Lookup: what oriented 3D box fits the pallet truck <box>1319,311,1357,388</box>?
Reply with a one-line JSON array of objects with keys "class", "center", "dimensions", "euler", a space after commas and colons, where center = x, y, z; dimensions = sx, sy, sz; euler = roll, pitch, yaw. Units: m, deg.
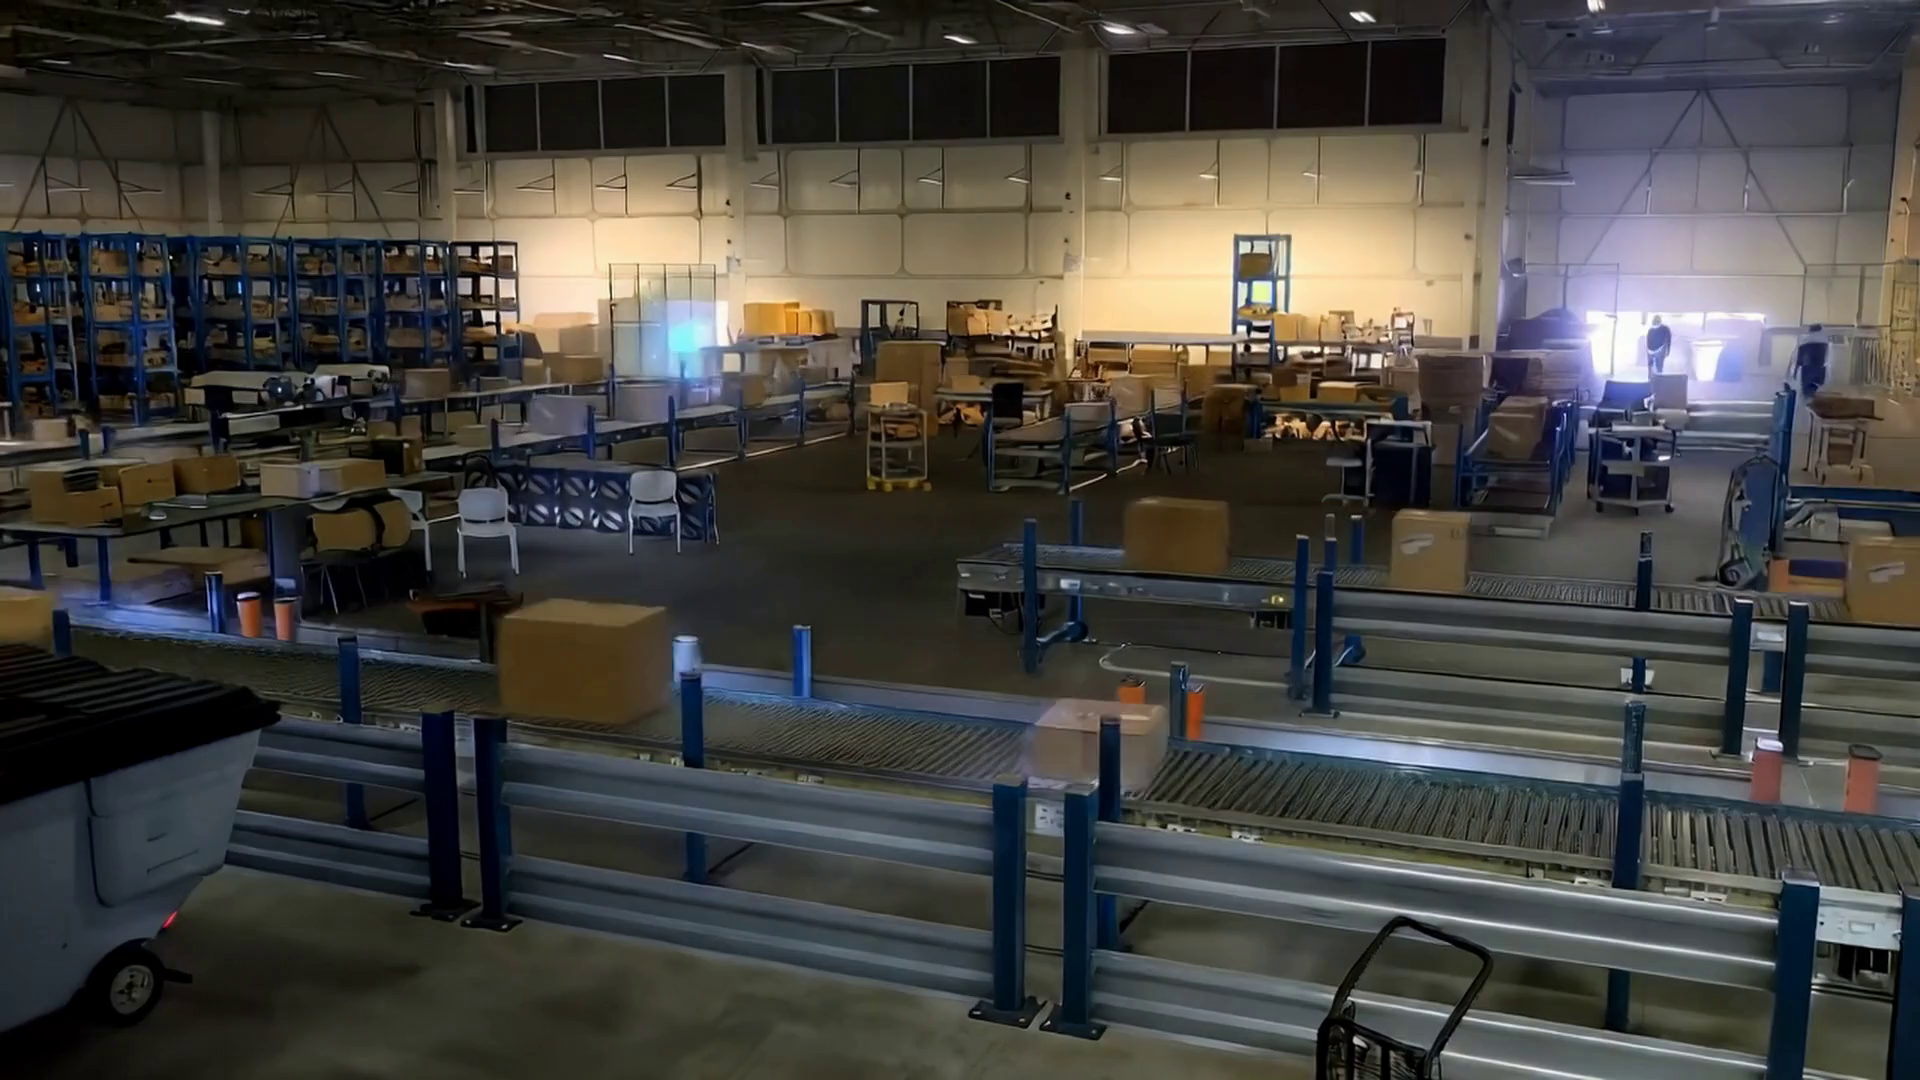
[{"class": "pallet truck", "center": [9.071, -4.419, 39.190], "dimensions": [0.823, 1.965, 1.885], "euler": [5, 10, 26]}]

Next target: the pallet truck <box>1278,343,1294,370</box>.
[{"class": "pallet truck", "center": [7.886, -4.163, 39.743], "dimensions": [0.653, 1.274, 1.630], "euler": [4, 10, 22]}]

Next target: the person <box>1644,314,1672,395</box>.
[{"class": "person", "center": [16.362, -4.354, 39.092], "dimensions": [0.451, 1.899, 0.661], "euler": [-7, 11, -35]}]

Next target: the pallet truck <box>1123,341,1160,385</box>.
[{"class": "pallet truck", "center": [4.445, -4.380, 41.279], "dimensions": [0.680, 1.201, 1.601], "euler": [4, 10, 22]}]

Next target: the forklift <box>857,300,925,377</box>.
[{"class": "forklift", "center": [-1.732, -5.109, 42.468], "dimensions": [1.157, 1.987, 2.680], "euler": [4, 10, 22]}]

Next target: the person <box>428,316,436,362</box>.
[{"class": "person", "center": [-15.230, -5.796, 48.083], "dimensions": [0.381, 1.828, 0.676], "euler": [0, 9, 0]}]

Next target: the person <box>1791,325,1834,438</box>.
[{"class": "person", "center": [15.155, -2.822, 29.569], "dimensions": [0.624, 1.987, 1.059], "euler": [1, 9, 6]}]

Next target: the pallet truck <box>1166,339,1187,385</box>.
[{"class": "pallet truck", "center": [5.418, -4.269, 40.420], "dimensions": [0.704, 1.261, 1.522], "euler": [3, 10, 20]}]

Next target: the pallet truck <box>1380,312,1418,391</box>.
[{"class": "pallet truck", "center": [10.207, -4.283, 38.369], "dimensions": [0.823, 1.965, 1.885], "euler": [3, 10, 20]}]

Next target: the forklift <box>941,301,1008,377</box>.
[{"class": "forklift", "center": [0.365, -4.966, 41.571], "dimensions": [1.157, 1.987, 2.680], "euler": [3, 10, 20]}]
